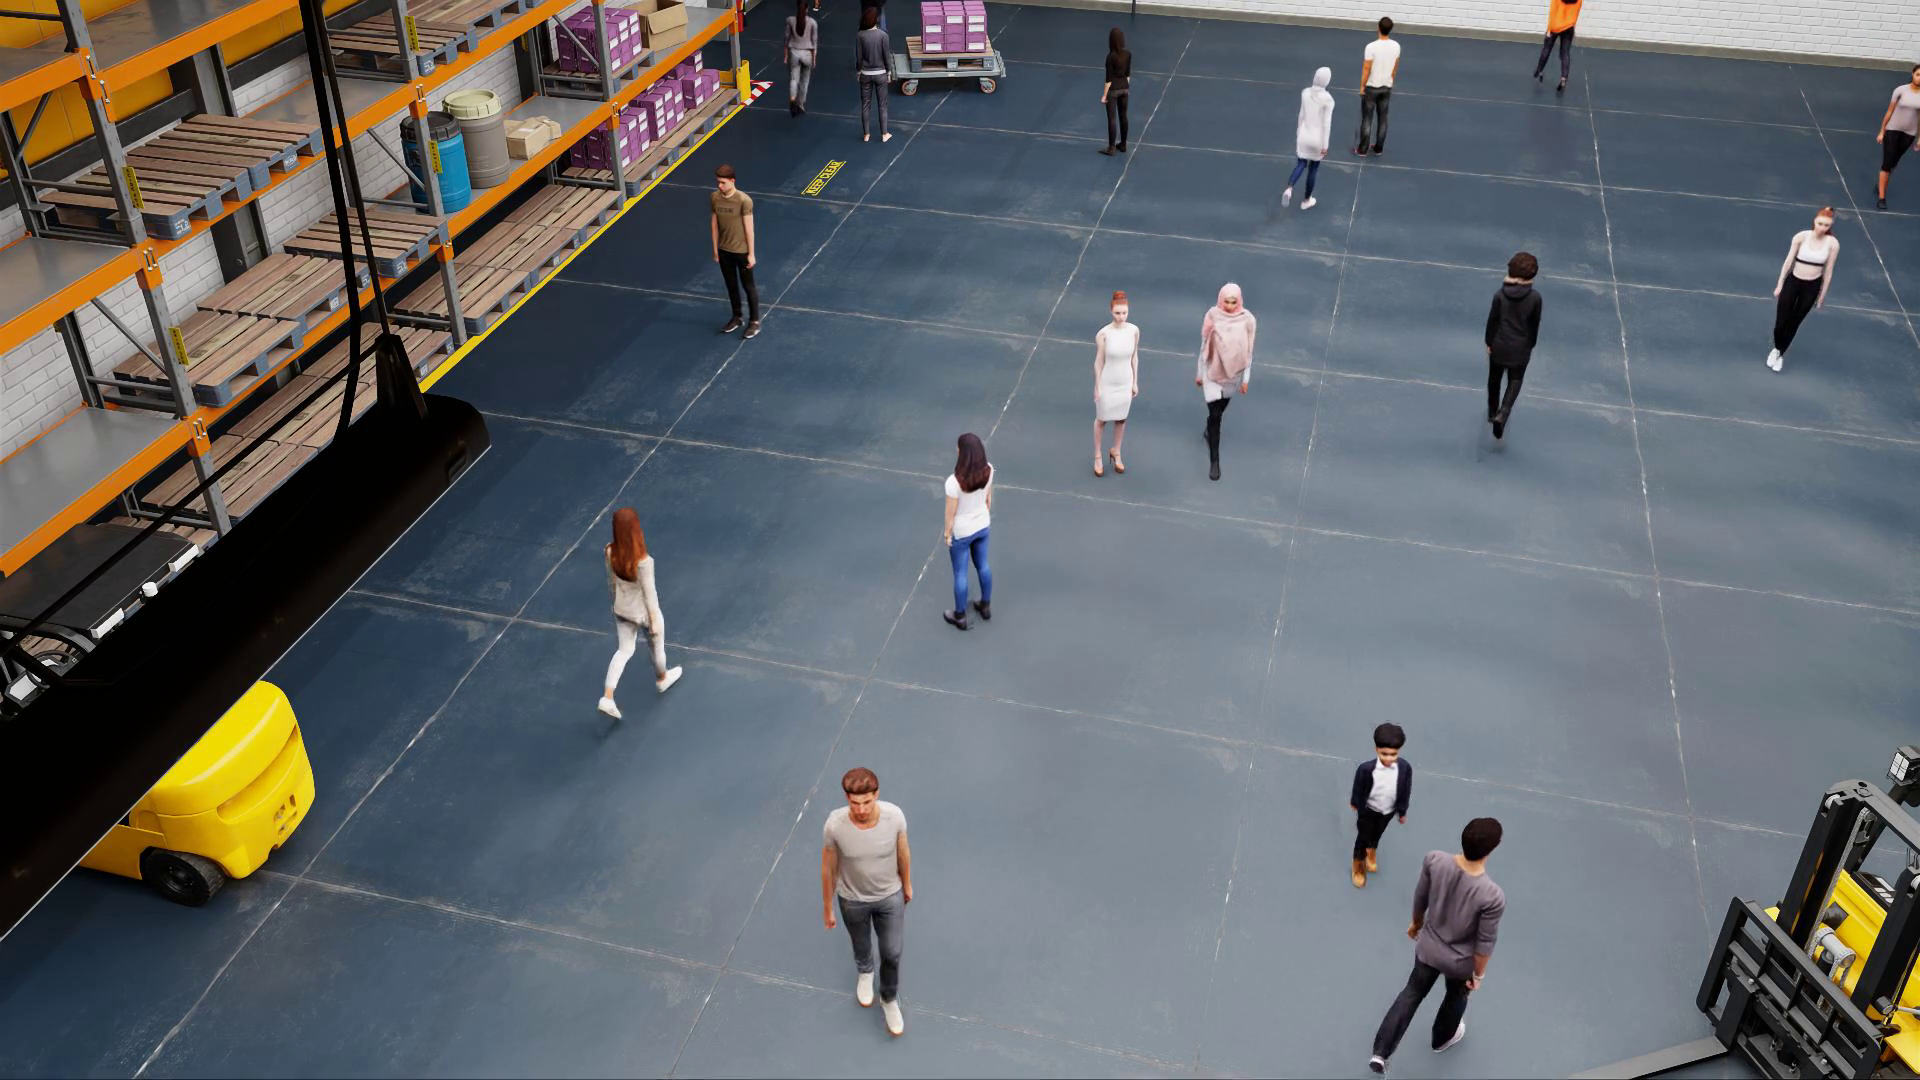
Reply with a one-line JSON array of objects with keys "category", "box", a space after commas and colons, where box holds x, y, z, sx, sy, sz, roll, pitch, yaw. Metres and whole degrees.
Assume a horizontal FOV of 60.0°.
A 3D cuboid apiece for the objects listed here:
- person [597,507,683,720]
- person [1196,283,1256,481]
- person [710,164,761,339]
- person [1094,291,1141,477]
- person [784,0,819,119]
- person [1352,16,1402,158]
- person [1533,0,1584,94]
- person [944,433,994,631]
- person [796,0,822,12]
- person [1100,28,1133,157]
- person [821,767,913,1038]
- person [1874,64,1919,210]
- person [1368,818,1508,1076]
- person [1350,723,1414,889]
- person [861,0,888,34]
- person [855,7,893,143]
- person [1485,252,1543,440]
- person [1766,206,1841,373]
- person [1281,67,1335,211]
[{"category": "person", "box": [-2.395, 0.555, 12.007, 0.774, 1.689, 1.141, 17, 37, 23]}, {"category": "person", "box": [2.378, -1.523, 15.073, 0.841, 1.756, 1.280, 1, 34, 1]}, {"category": "person", "box": [-2.315, -3.017, 17.237, 0.700, 1.849, 0.629, 14, 36, 20]}, {"category": "person", "box": [1.382, -1.380, 14.824, 0.646, 1.793, 0.651, -9, 35, -14]}, {"category": "person", "box": [-2.177, -6.540, 22.718, 0.701, 1.649, 0.911, 4, 34, 5]}, {"category": "person", "box": [5.435, -5.879, 21.581, 0.715, 1.806, 0.699, -7, 34, -10]}, {"category": "person", "box": [8.613, -7.230, 23.709, 0.821, 1.702, 1.133, -1, 34, -1]}, {"category": "person", "box": [0.091, -0.065, 12.949, 0.654, 1.680, 0.735, -23, 40, -30]}, {"category": "person", "box": [-2.517, -9.589, 27.113, 0.773, 1.861, 0.746, -7, 34, -10]}, {"category": "person", "box": [2.058, -5.844, 21.679, 0.641, 1.640, 0.712, -20, 38, -27]}, {"category": "person", "box": [-0.536, 1.982, 9.691, 0.843, 1.877, 0.915, -4, 34, -6]}, {"category": "person", "box": [11.463, -4.956, 20.288, 0.636, 1.701, 1.125, 10, 35, 15]}, {"category": "person", "box": [2.671, 2.311, 9.243, 1.162, 1.824, 1.015, -27, 42, -35]}, {"category": "person", "box": [2.717, 1.640, 10.804, 0.583, 1.214, 0.650, -2, 34, -2]}, {"category": "person", "box": [-1.334, -7.800, 24.541, 0.853, 1.730, 0.817, -26, 41, -33]}, {"category": "person", "box": [-1.150, -6.181, 22.071, 0.652, 1.768, 0.571, 3, 34, 4]}, {"category": "person", "box": [5.128, -1.788, 15.466, 0.709, 1.762, 1.072, 13, 36, 18]}, {"category": "person", "box": [8.394, -2.523, 16.596, 0.648, 1.736, 0.629, 14, 36, 21]}, {"category": "person", "box": [4.165, -4.774, 19.957, 0.869, 1.764, 0.994, 27, 42, 35]}]
